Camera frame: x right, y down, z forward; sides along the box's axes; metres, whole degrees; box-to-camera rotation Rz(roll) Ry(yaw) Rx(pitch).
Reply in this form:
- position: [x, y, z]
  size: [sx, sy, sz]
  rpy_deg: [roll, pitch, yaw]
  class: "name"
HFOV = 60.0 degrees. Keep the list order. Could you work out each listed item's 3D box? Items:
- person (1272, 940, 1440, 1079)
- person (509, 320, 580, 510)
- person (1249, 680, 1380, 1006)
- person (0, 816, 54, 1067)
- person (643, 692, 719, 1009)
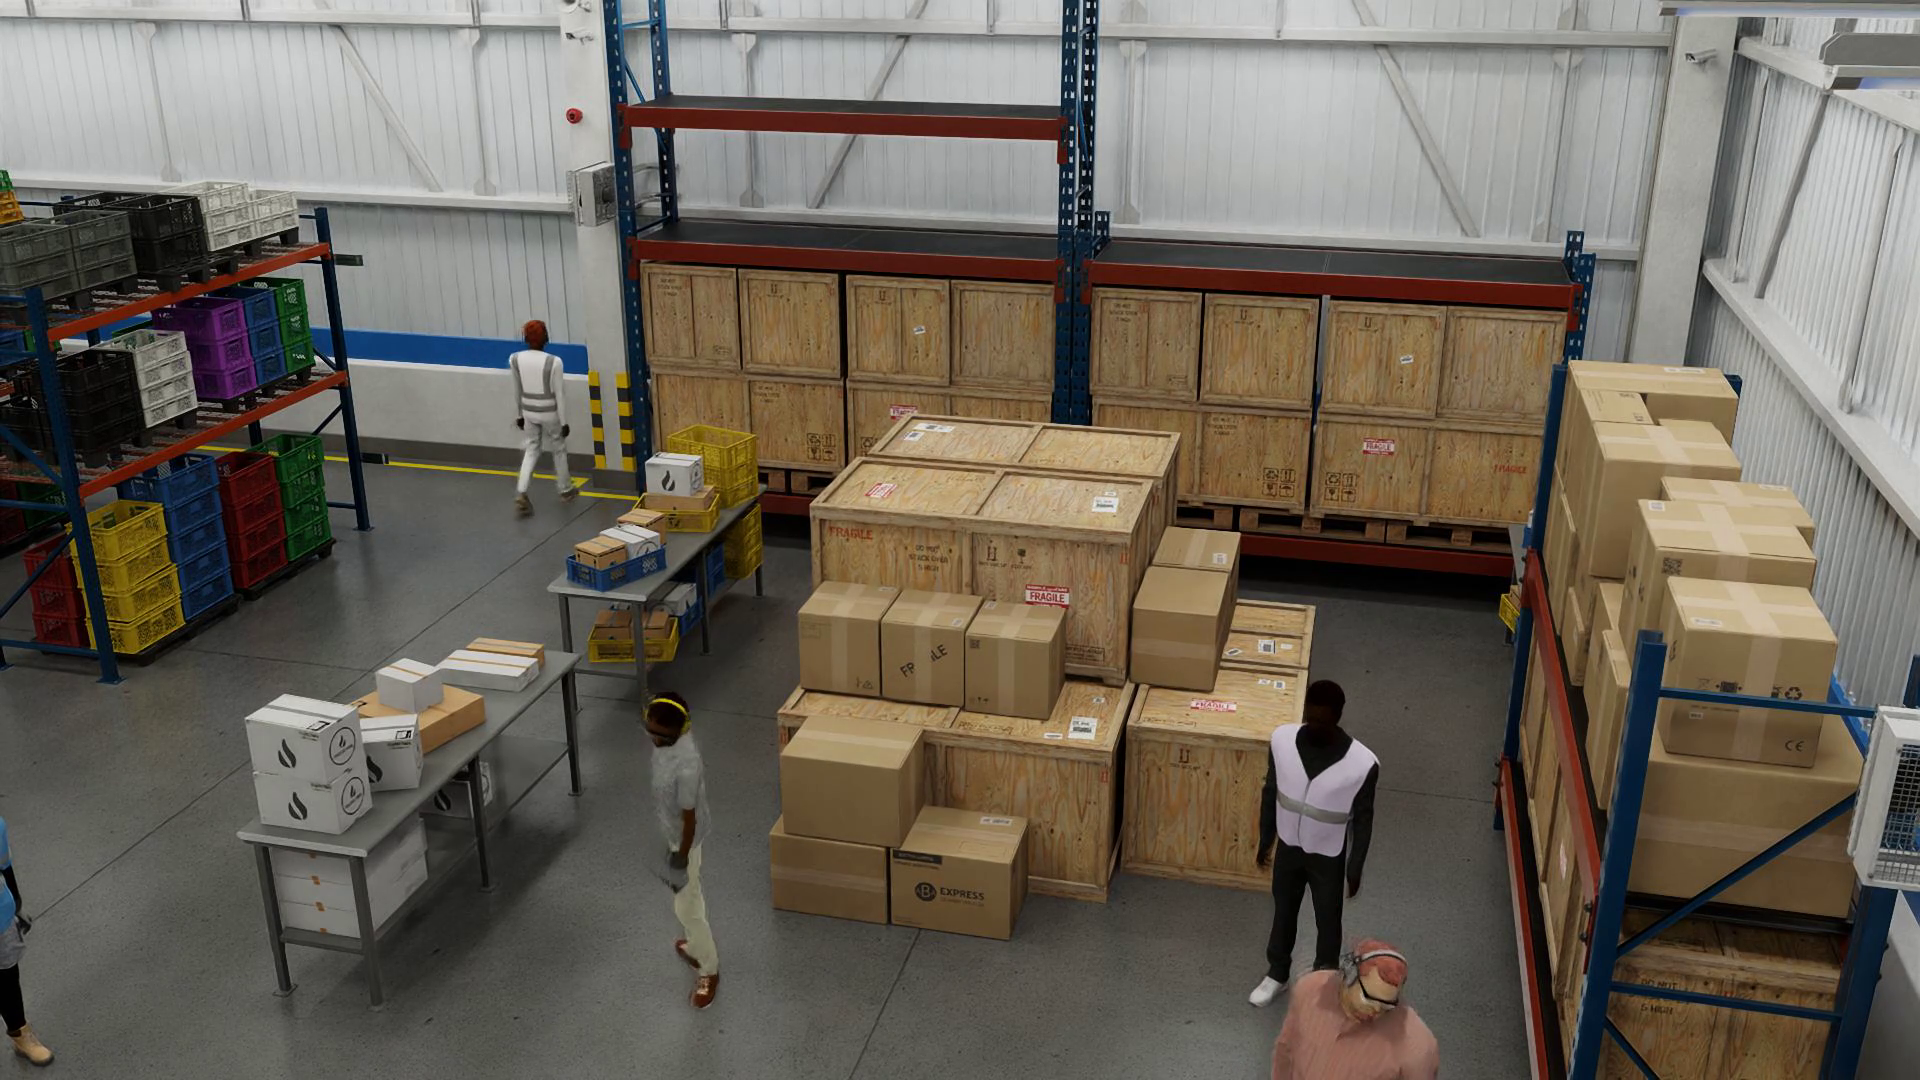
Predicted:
- position: [1.463, 2.354, 6.635]
  size: [0.400, 1.878, 0.789]
  rpy_deg: [-19, 28, -40]
  class: "person"
- position: [-4.017, -1.191, 15.926]
  size: [0.593, 1.860, 0.837]
  rpy_deg: [6, 22, 16]
  class: "person"
- position: [1.820, 1.581, 8.582]
  size: [0.594, 1.917, 0.381]
  rpy_deg: [13, 25, 31]
  class: "person"
- position: [-4.787, 1.892, 8.073]
  size: [0.315, 1.696, 0.541]
  rpy_deg: [12, 24, 28]
  class: "person"
- position: [-1.498, 1.551, 8.792]
  size: [0.338, 1.833, 0.676]
  rpy_deg: [-8, 22, -21]
  class: "person"
